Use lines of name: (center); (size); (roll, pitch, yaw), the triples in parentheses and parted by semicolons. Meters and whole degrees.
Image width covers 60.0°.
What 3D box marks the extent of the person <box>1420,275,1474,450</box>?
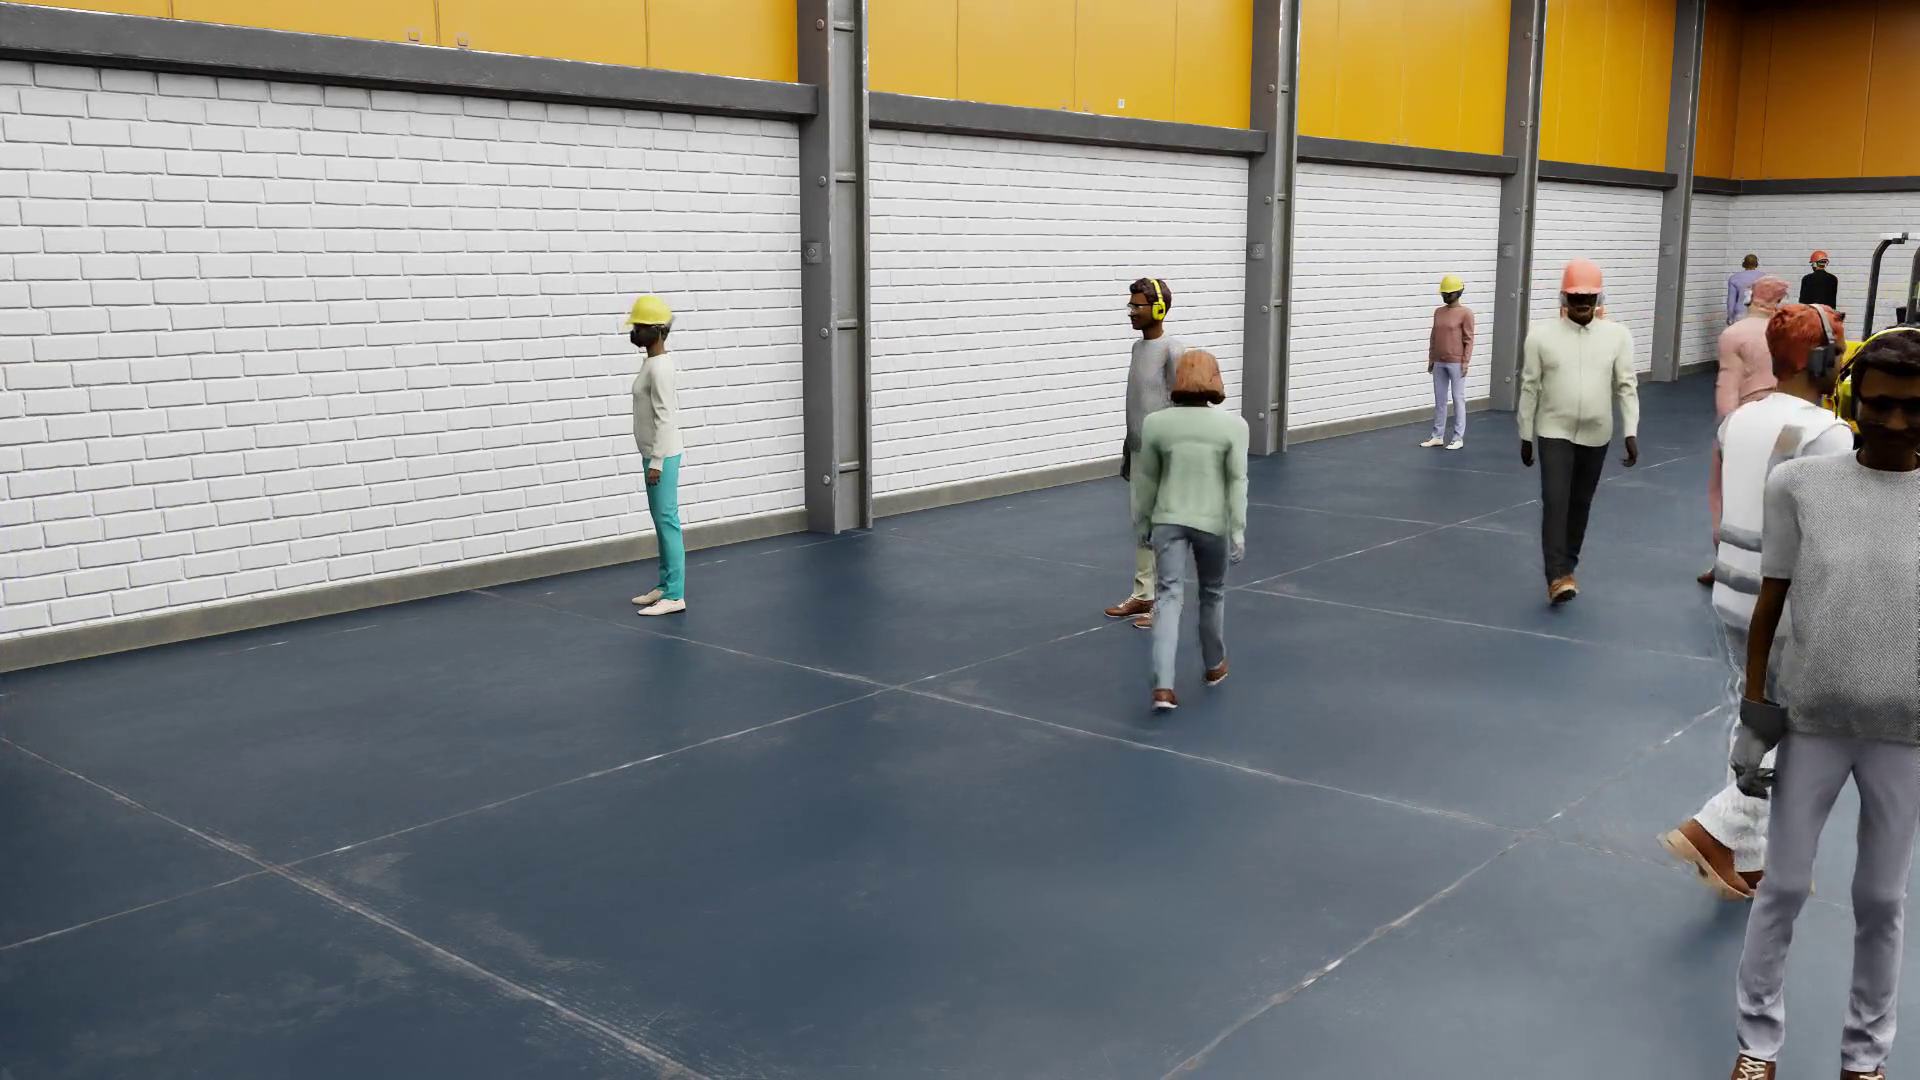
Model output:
person: (4.935, -1.790, 16.804); (0.322, 1.761, 0.522); (-6, 12, -32)

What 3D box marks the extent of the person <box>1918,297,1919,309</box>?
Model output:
person: (14.518, -3.137, 24.827); (0.500, 1.633, 0.283); (0, 10, 2)

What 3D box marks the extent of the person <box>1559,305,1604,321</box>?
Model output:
person: (7.642, -2.406, 20.510); (0.533, 1.693, 0.321); (3, 10, 15)

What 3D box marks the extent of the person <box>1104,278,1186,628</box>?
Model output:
person: (1.013, -0.465, 8.939); (0.315, 1.870, 0.533); (-4, 11, -24)

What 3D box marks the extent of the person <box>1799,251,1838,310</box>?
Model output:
person: (13.197, -3.459, 25.662); (0.612, 1.986, 0.401); (-2, 10, -11)

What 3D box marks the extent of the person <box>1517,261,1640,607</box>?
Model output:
person: (3.524, -0.593, 9.447); (0.615, 1.946, 0.995); (1, 10, 6)

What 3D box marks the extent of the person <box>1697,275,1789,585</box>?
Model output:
person: (4.749, -0.625, 9.862); (0.666, 1.867, 0.519); (-2, 10, -9)

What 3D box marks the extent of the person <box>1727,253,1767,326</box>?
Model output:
person: (12.489, -3.565, 26.391); (0.630, 1.940, 0.373); (3, 10, 18)

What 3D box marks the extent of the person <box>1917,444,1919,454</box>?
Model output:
person: (5.817, -0.665, 9.990); (0.781, 1.905, 0.590); (3, 11, 19)

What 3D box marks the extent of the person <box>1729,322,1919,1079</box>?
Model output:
person: (2.041, 0.446, 3.781); (0.517, 1.862, 0.327); (4, 11, 20)

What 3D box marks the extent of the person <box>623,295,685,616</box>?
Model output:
person: (-1.693, -0.467, 9.241); (0.304, 1.772, 0.525); (-3, 10, -15)

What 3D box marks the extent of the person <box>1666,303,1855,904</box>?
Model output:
person: (2.463, 0.220, 5.044); (0.461, 1.865, 0.598); (-1, 10, -5)

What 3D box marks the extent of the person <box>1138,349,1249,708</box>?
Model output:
person: (1.036, -0.059, 7.457); (0.501, 1.581, 0.870); (3, 10, 16)

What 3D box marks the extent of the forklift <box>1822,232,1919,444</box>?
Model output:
forklift: (9.955, -1.972, 16.595); (2.313, 2.155, 1.214); (1, 10, 8)
